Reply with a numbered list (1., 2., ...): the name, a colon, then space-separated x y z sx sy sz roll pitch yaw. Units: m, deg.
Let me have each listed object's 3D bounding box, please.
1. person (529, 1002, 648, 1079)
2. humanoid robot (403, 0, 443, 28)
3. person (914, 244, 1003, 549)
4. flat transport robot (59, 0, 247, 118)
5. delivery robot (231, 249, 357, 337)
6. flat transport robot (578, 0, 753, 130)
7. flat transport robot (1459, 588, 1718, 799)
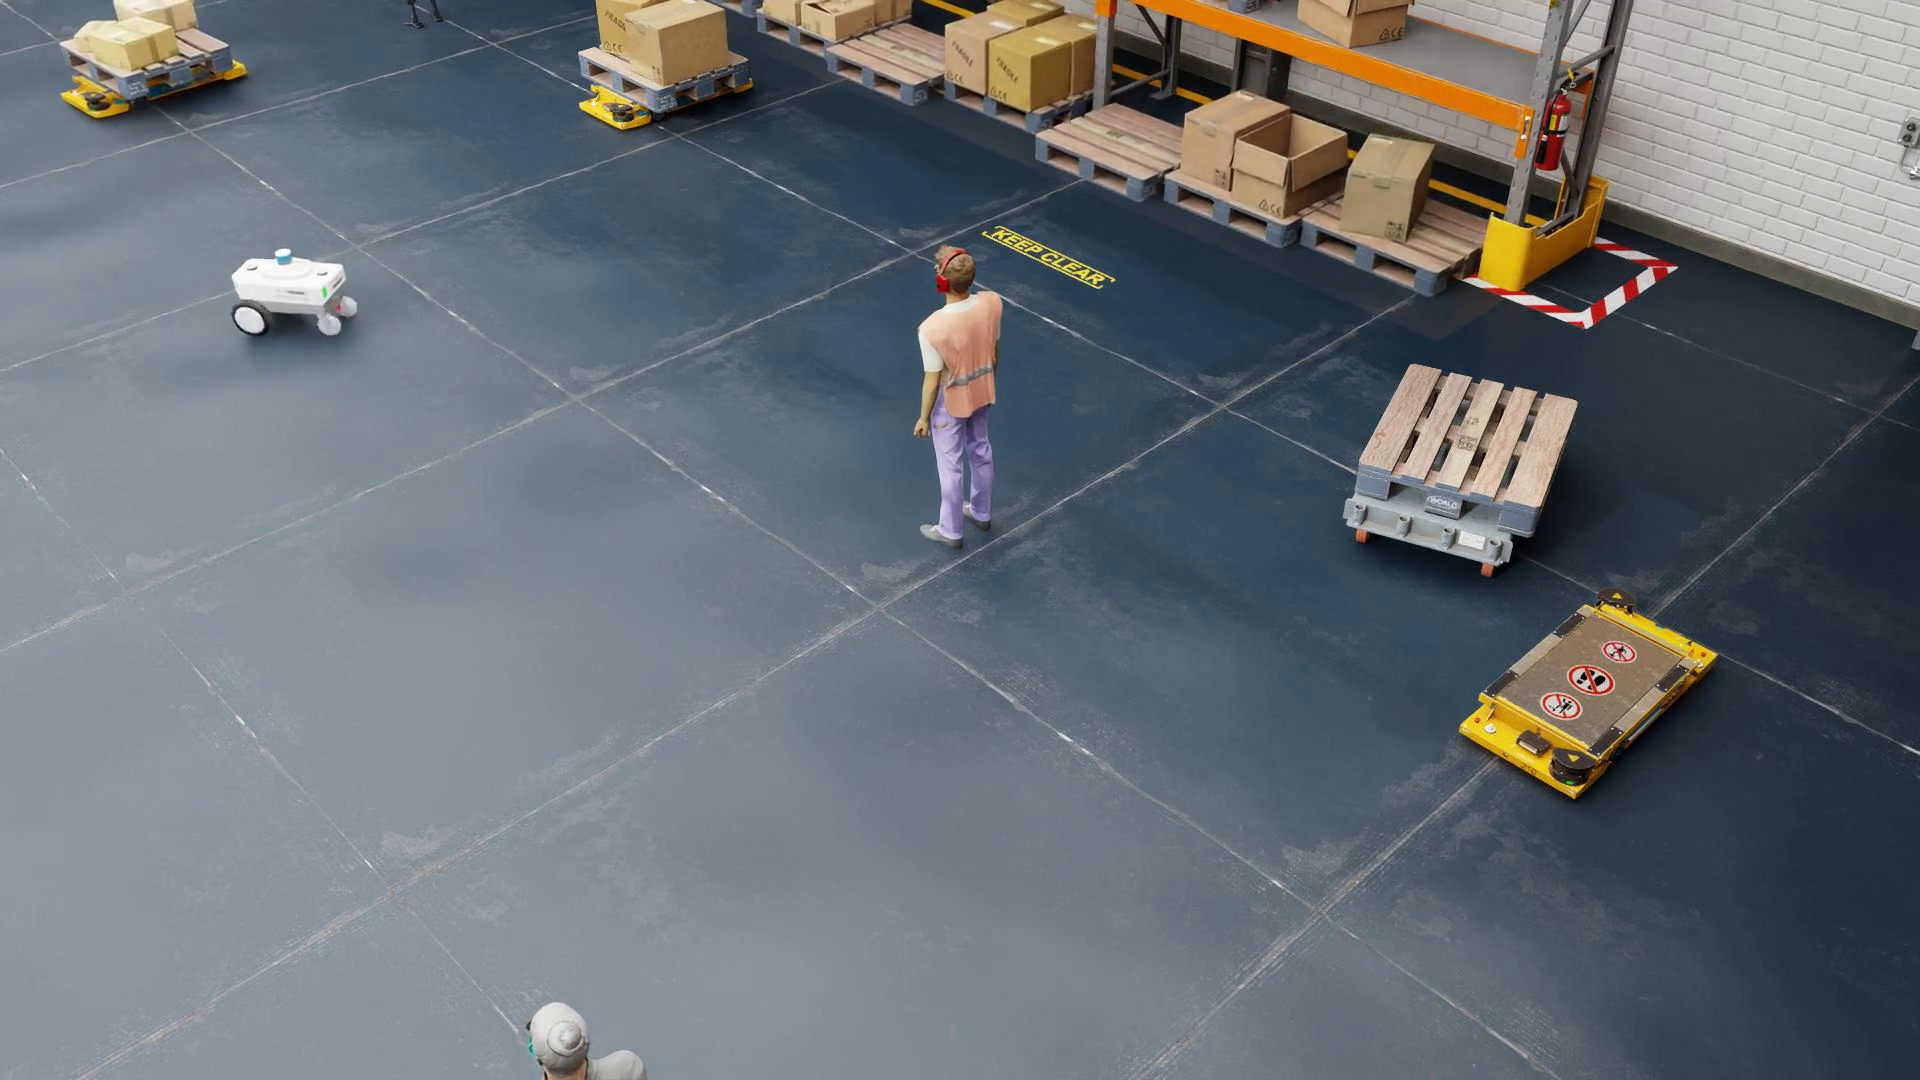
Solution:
1. person: -1.192 2.108 5.442 0.513 1.839 0.340 -30 46 -33
2. humanoid robot: -5.370 -5.814 16.054 0.599 1.653 0.315 -30 46 -33
3. person: -0.001 -0.767 9.239 0.562 1.847 0.389 -30 46 -33
4. flat transport robot: -7.303 -4.182 15.069 0.659 0.231 1.431 28 45 32
5. delivery robot: -4.658 -1.748 11.589 0.753 0.569 0.499 5 37 7
6. flat transport robot: -2.615 -4.021 14.856 1.431 0.231 0.659 -30 46 -33
7. flat transport robot: 3.247 0.756 8.532 1.431 0.231 0.659 -30 46 -33
